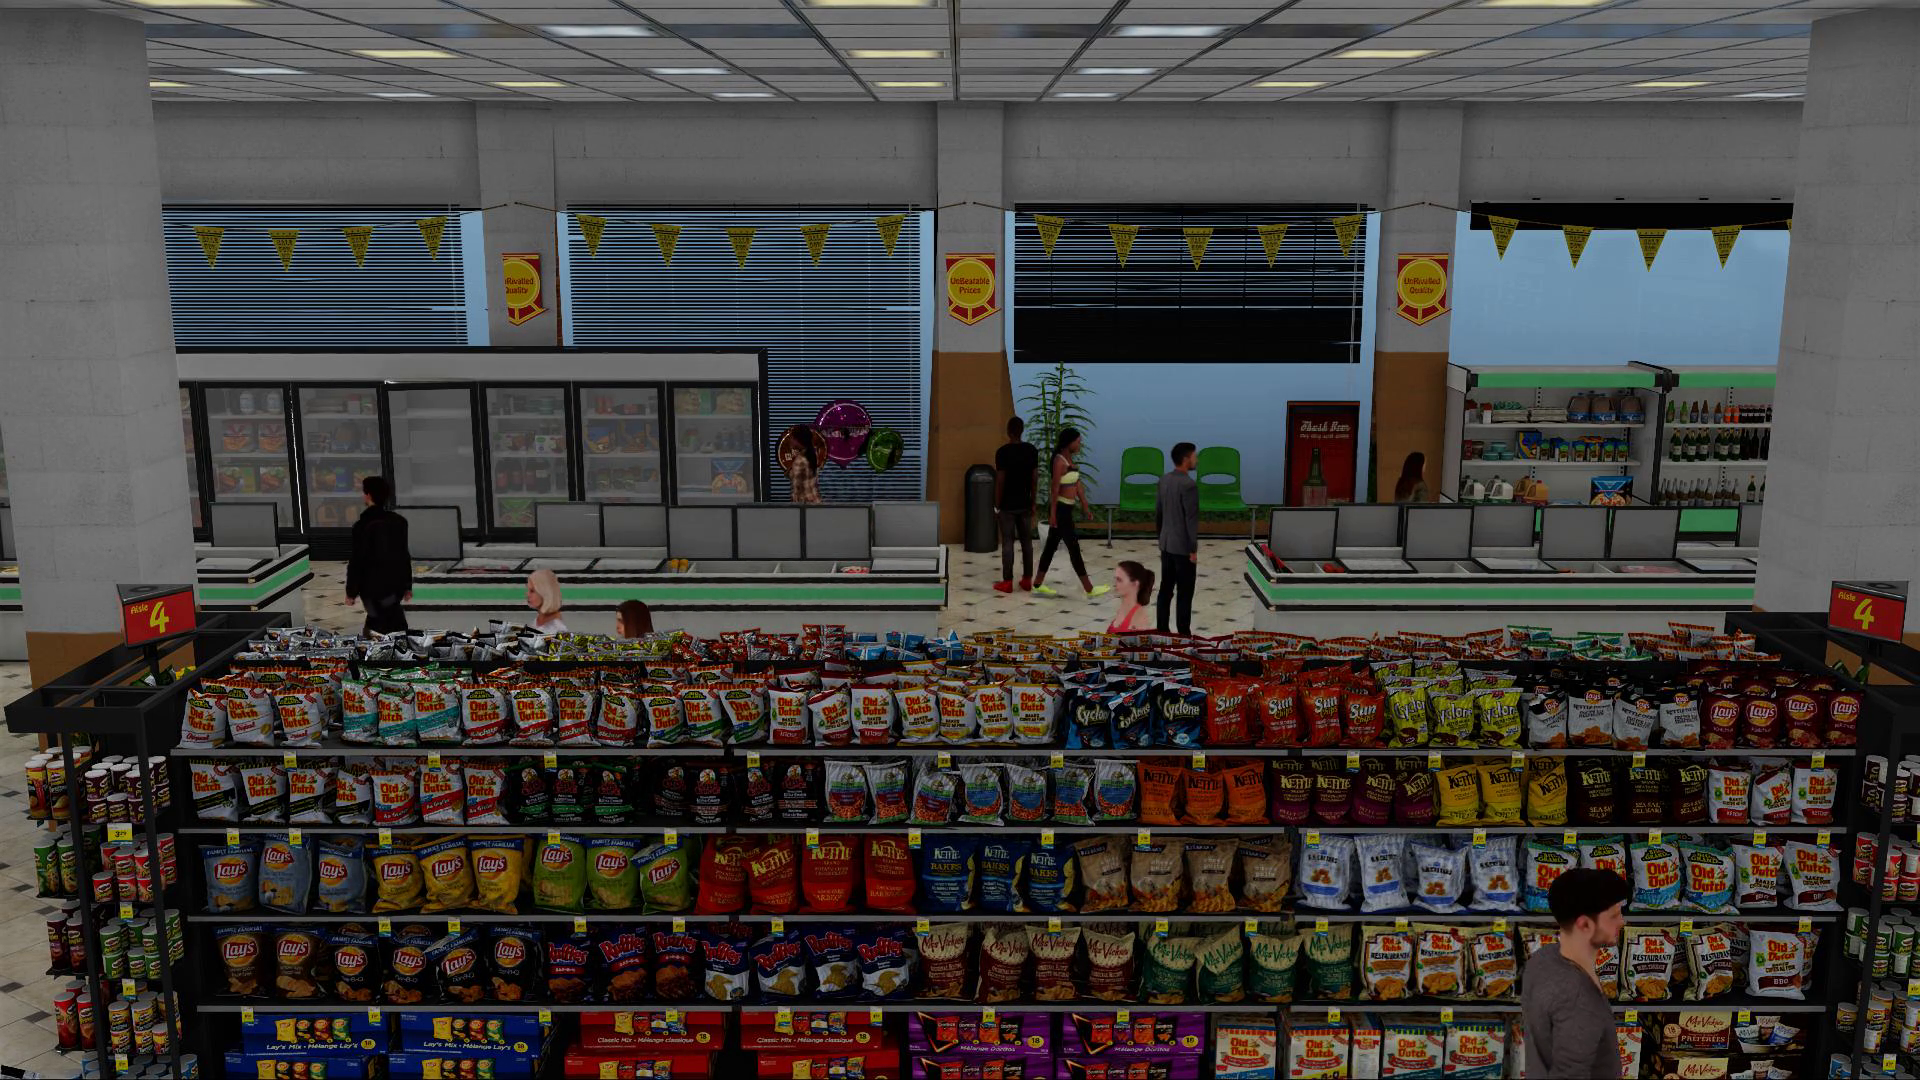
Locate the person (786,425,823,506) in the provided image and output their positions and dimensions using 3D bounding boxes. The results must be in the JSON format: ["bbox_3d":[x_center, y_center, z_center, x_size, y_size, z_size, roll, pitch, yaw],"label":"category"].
[{"bbox_3d":[-1.434,-0.229,16.436,1.167,1.744,0.812,4,12,18],"label":"person"}]

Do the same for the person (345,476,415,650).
[{"bbox_3d":[-4.486,0.438,13.158,1.268,1.791,0.901,3,12,14],"label":"person"}]

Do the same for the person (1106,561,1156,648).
[{"bbox_3d":[1.146,0.992,10.672,1.042,1.731,0.761,-4,12,-17],"label":"person"}]

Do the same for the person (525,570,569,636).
[{"bbox_3d":[-2.519,1.035,10.452,0.986,1.737,0.856,-8,14,-33],"label":"person"}]

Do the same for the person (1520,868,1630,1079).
[{"bbox_3d":[1.918,1.996,5.554,1.237,1.875,0.844,2,12,10],"label":"person"}]

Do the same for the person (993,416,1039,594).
[{"bbox_3d":[0.568,-0.369,16.953,0.629,1.805,0.772,-6,13,-25],"label":"person"}]

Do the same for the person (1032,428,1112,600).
[{"bbox_3d":[0.925,-0.247,16.603,1.137,1.710,0.798,5,13,21],"label":"person"}]

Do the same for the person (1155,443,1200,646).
[{"bbox_3d":[1.943,0.058,14.764,0.791,1.871,0.781,-7,14,-30],"label":"person"}]

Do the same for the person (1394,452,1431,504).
[{"bbox_3d":[4.468,-0.141,16.725,0.939,1.452,0.760,-4,12,-17],"label":"person"}]
